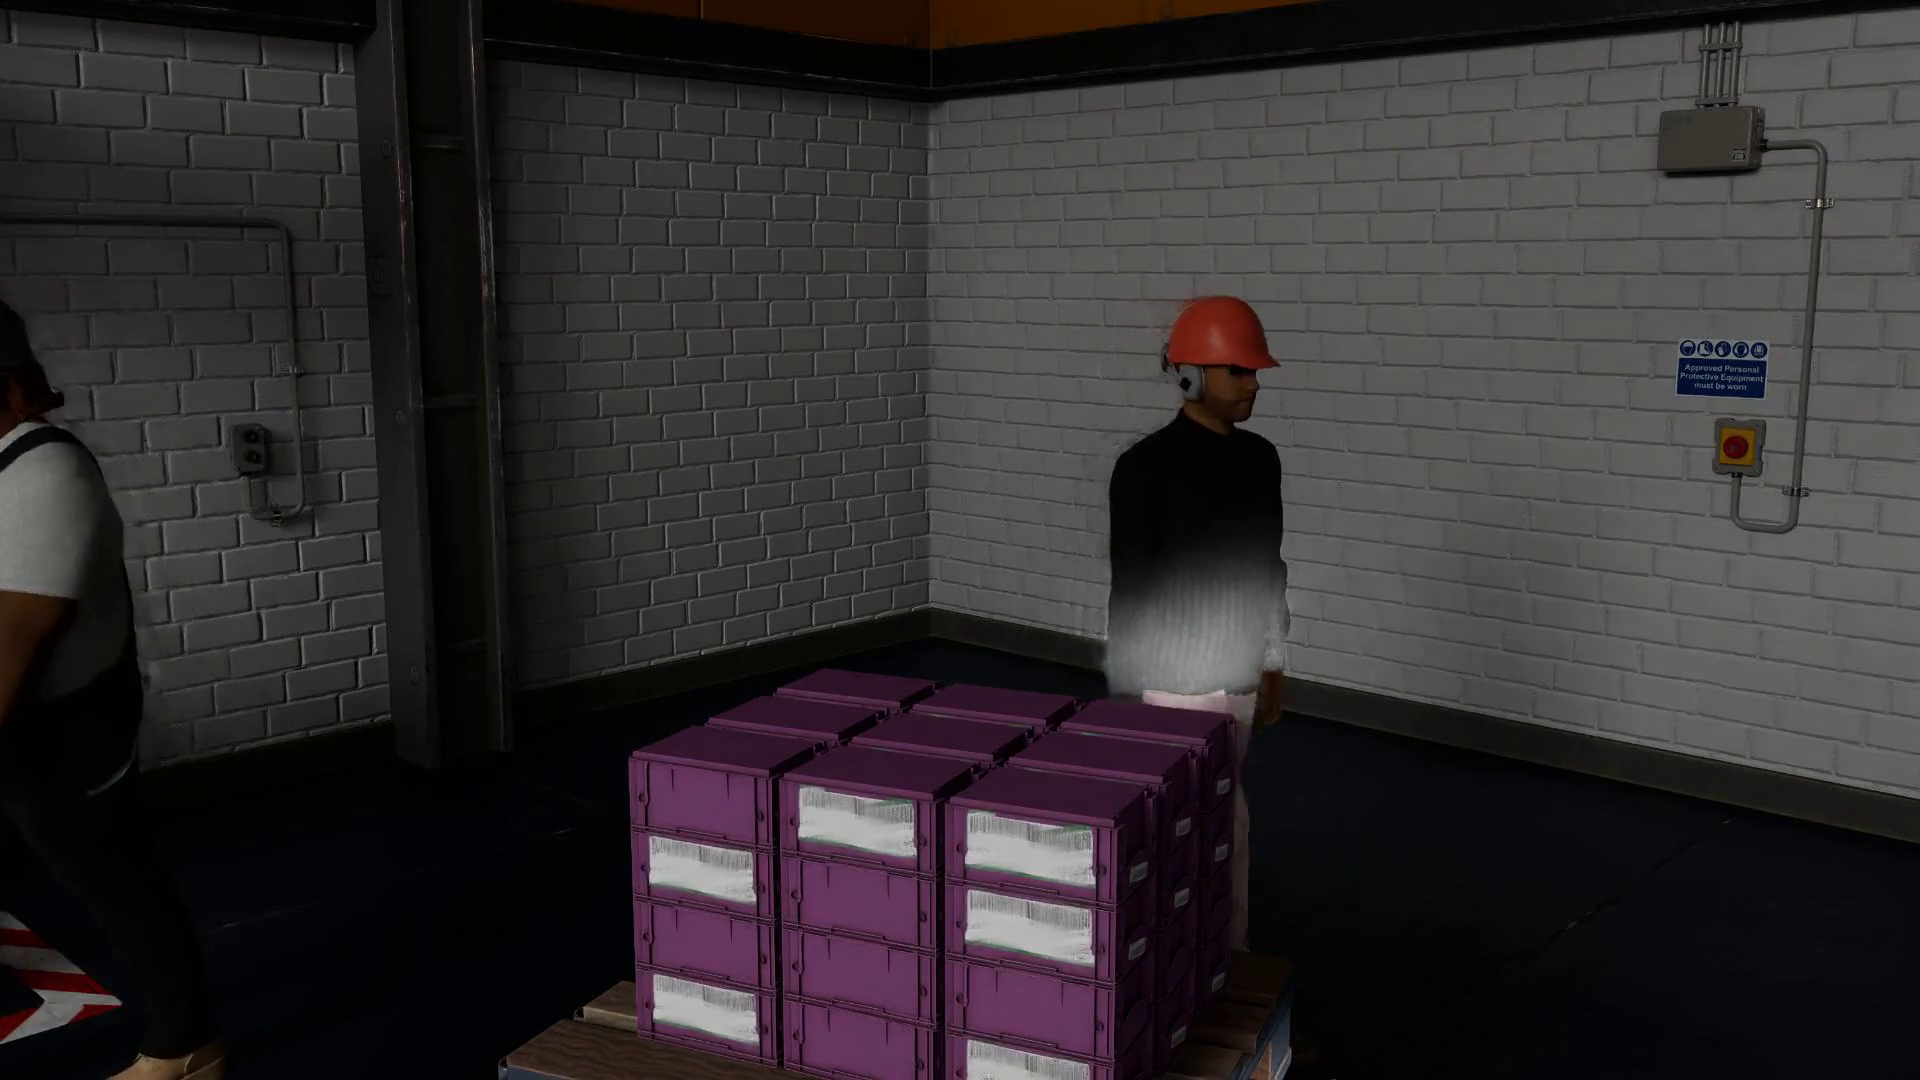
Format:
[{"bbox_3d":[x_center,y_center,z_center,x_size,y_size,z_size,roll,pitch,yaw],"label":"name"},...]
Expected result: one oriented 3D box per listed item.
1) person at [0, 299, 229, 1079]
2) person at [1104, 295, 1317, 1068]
[{"bbox_3d":[-2.220,0.398,3.770,0.690,2.000,0.991,8,12,42],"label":"person"},{"bbox_3d":[0.603,0.329,4.468,0.625,1.966,0.914,-9,13,-42],"label":"person"}]
